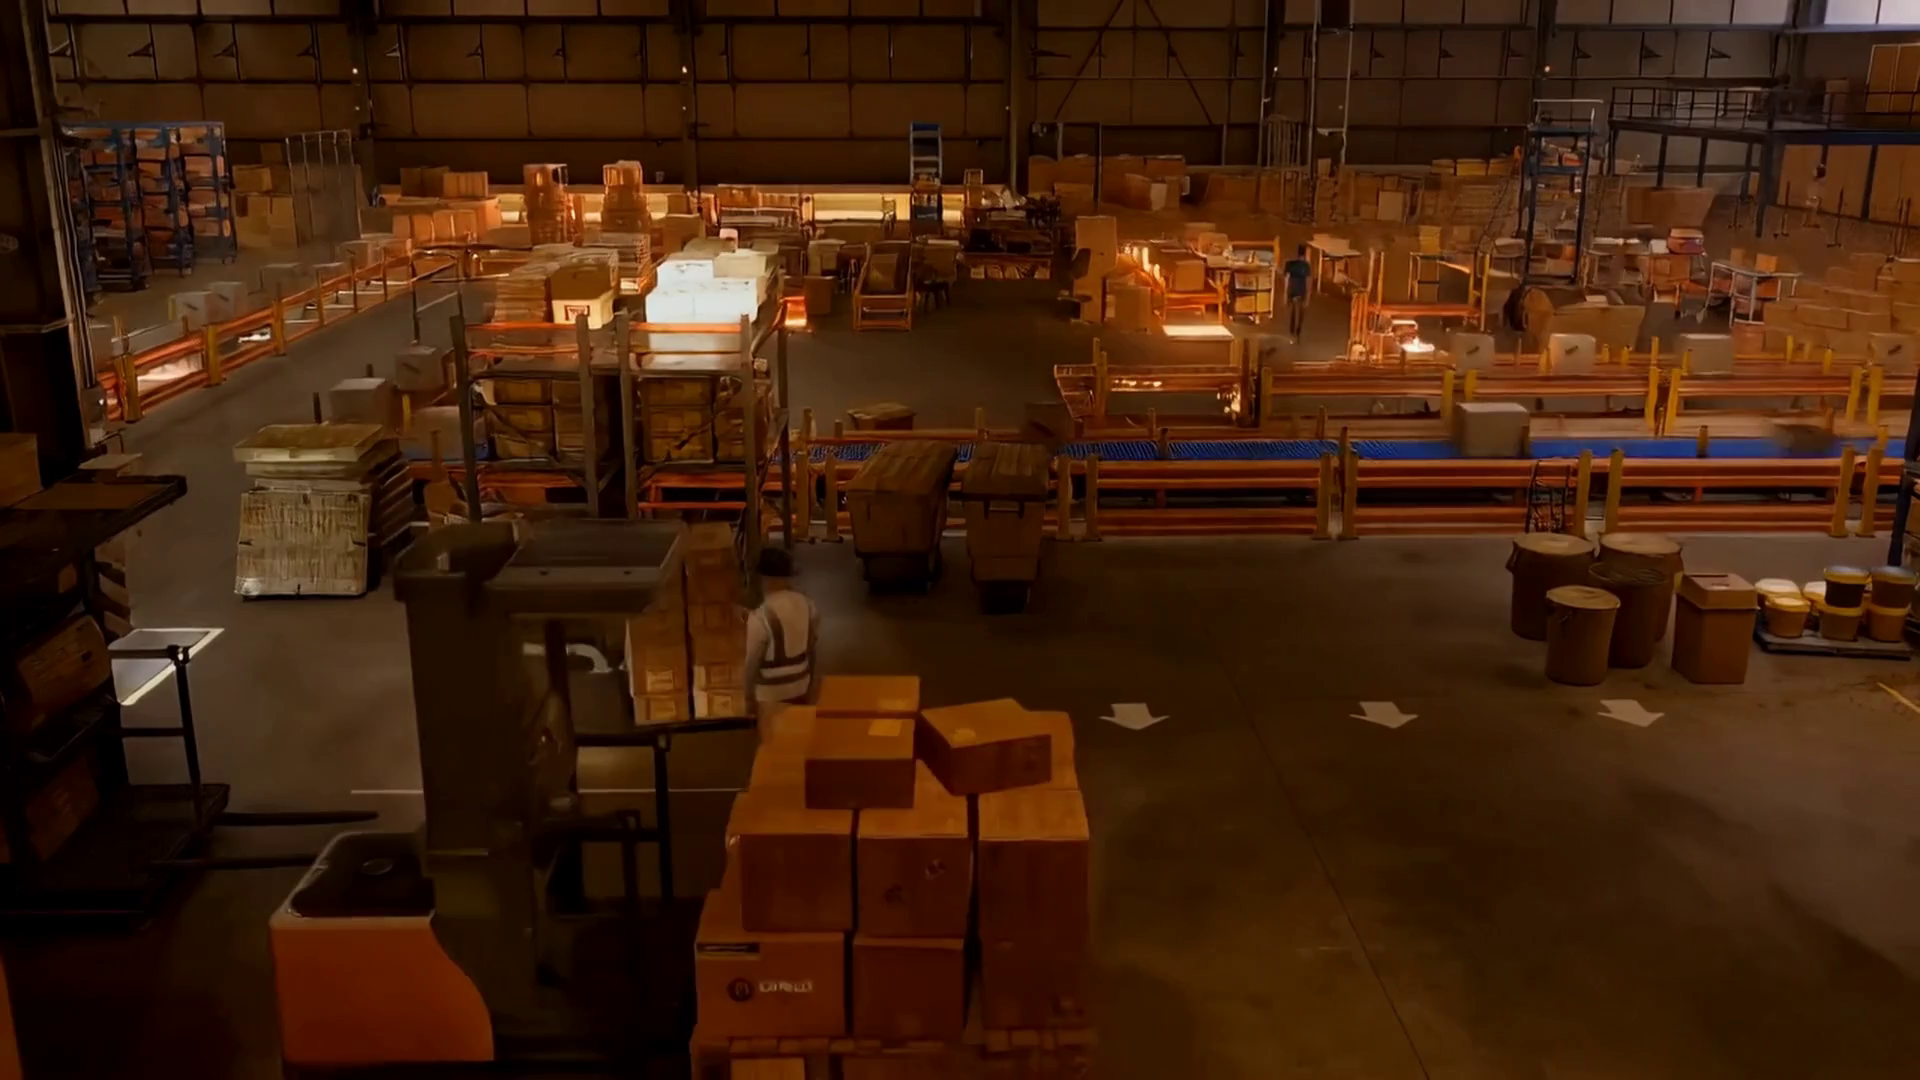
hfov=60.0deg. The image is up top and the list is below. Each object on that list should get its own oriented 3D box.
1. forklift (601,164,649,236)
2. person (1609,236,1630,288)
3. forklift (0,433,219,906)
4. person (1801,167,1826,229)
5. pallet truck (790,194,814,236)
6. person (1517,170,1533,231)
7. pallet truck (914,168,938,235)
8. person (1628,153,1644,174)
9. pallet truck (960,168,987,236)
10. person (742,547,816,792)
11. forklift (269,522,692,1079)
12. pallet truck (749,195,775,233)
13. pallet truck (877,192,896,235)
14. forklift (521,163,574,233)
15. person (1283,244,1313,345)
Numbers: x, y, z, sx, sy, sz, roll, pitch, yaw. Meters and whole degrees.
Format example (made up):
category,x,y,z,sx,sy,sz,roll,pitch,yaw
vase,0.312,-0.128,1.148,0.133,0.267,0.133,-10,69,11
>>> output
category,x,y,z,sx,sy,sz,roll,pitch,yaw
forklift,-9.948,-10.127,49.296,1.157,1.987,2.680,-1,16,-3
person,13.042,-5.208,33.208,0.724,1.740,0.523,14,21,40
forklift,-5.952,0.780,10.366,1.873,2.768,1.129,0,16,-1
person,26.823,-10.740,52.181,0.559,1.887,0.993,-5,17,-16
pallet truck,-4.814,-9.883,50.259,0.704,1.261,1.522,-1,16,-3
person,17.378,-10.407,51.026,0.575,1.883,0.356,0,16,1
pallet truck,-0.989,-10.316,50.507,0.823,1.965,1.885,1,16,3
person,24.558,-13.156,60.616,0.625,1.872,1.006,-6,17,-21
pallet truck,0.383,-10.230,50.206,0.823,1.965,1.885,-1,16,-3
person,-1.165,0.994,11.339,0.853,1.924,0.608,10,19,30
forklift,-2.424,1.358,8.355,1.873,2.768,1.129,0,16,-1
pallet truck,-6.051,-9.967,50.660,0.680,1.201,1.601,0,16,-1
pallet truck,-2.277,-9.986,50.594,0.653,1.274,1.630,0,16,-1
forklift,-12.233,-10.122,49.298,1.157,1.987,2.680,0,16,-1
person,6.246,-4.540,30.725,0.528,1.842,0.876,4,17,15
